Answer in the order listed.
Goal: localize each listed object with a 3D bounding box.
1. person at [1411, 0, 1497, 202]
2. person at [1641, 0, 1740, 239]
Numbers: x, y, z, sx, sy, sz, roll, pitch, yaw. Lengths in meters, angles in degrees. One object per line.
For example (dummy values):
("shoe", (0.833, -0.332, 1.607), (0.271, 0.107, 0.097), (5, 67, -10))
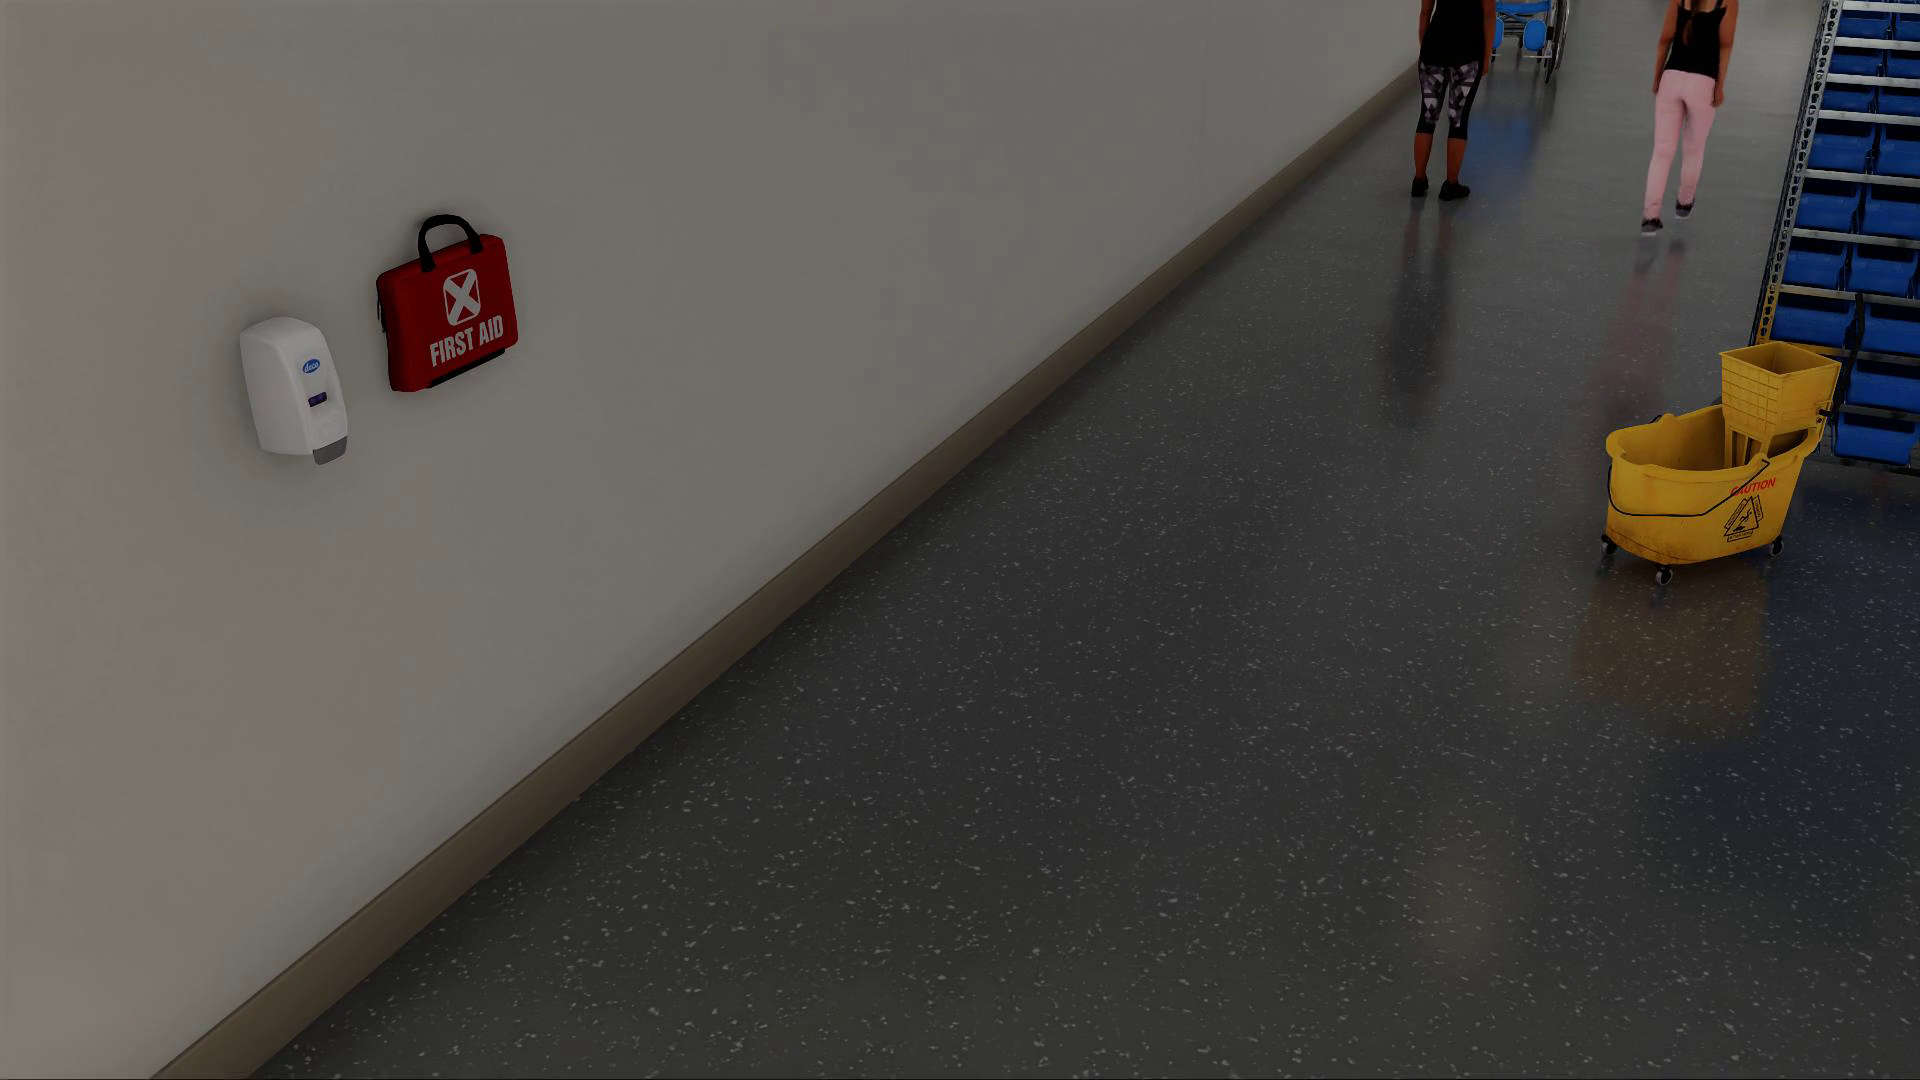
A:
("person", (2.833, -2.811, 9.576), (0.490, 1.661, 0.672), (16, 30, 30))
("person", (3.809, -2.335, 8.750), (0.976, 1.521, 0.656), (15, 29, 28))
